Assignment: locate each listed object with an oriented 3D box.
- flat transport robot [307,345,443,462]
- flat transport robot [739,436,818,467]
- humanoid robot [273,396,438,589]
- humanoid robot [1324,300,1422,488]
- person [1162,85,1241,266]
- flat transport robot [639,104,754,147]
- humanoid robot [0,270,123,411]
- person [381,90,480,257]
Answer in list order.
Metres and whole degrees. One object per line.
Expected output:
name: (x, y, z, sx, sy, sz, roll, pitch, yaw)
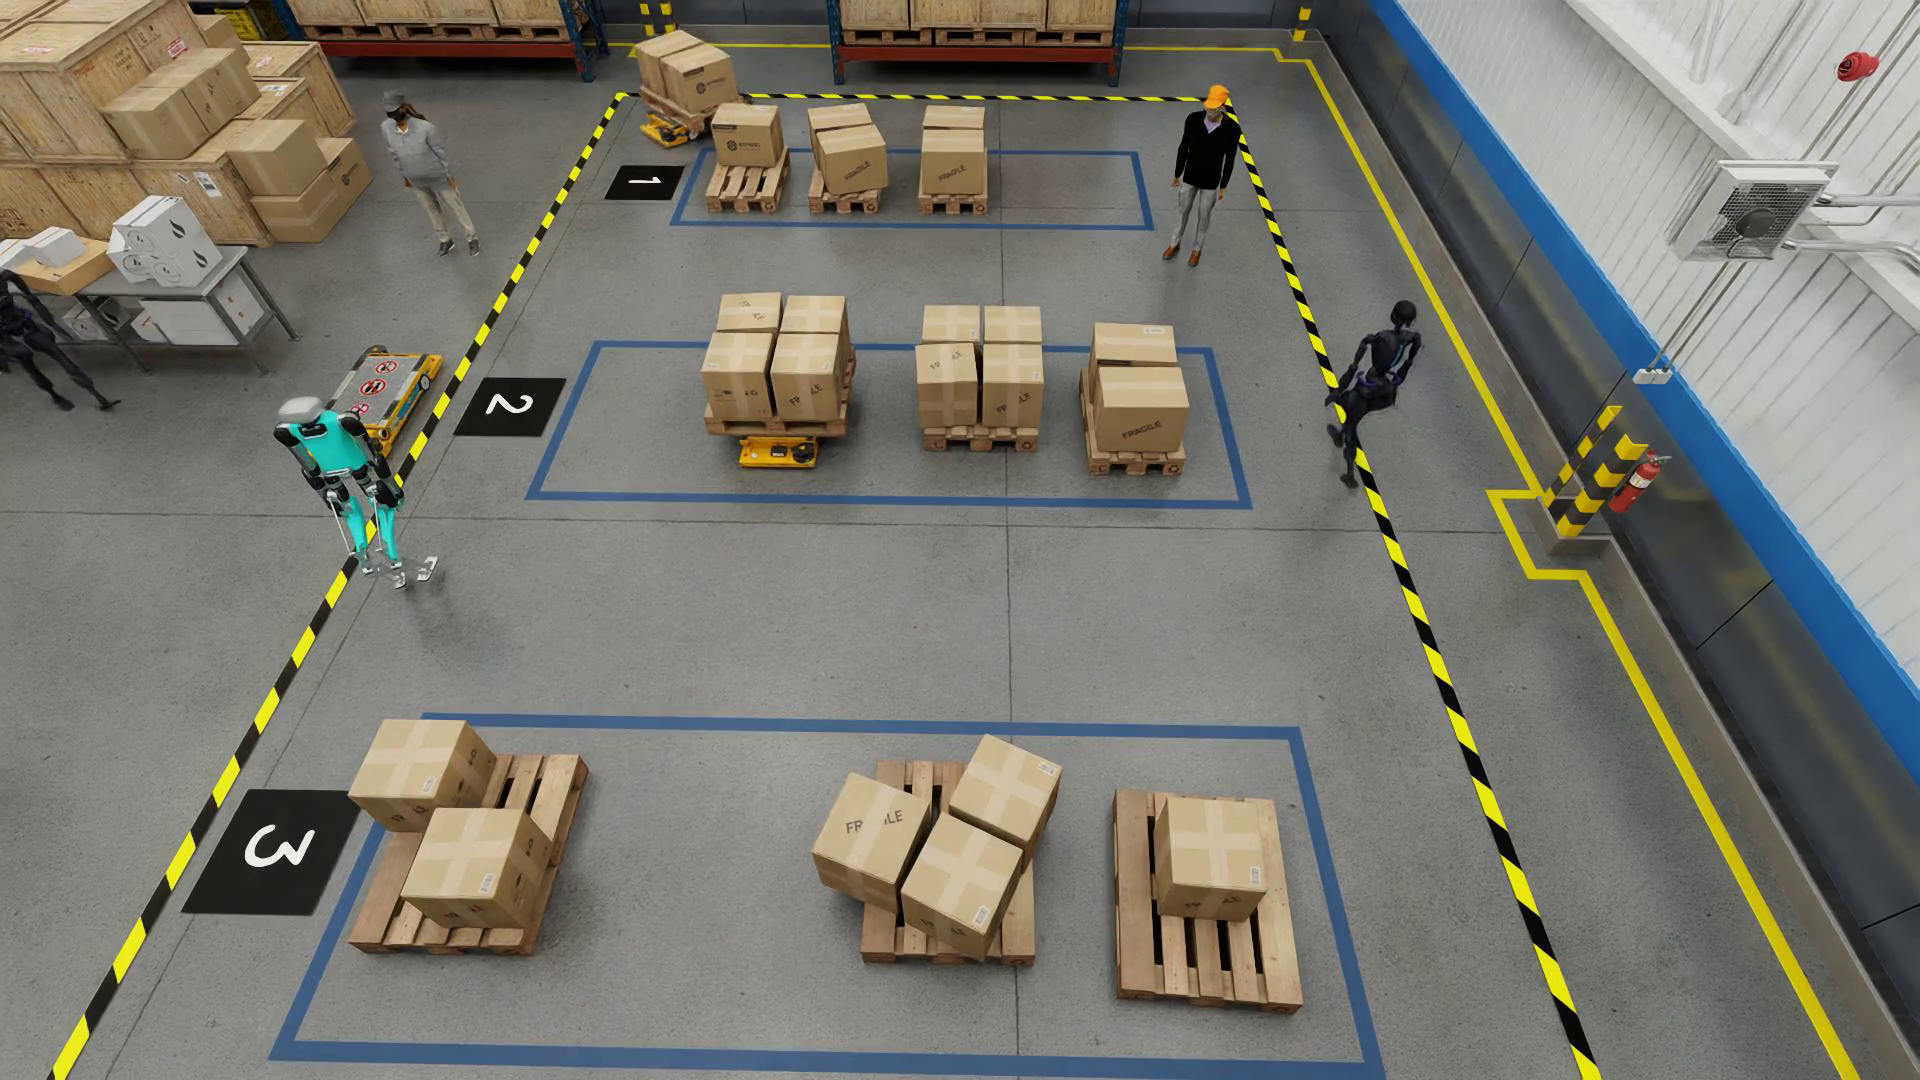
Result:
flat transport robot: (-5.383, -1.269, 8.441, 0.659, 0.231, 1.431, 1, 50, 1)
flat transport robot: (-1.582, -1.235, 8.394, 0.652, 0.197, 1.431, 1, 50, 1)
humanoid robot: (-4.274, -0.201, 6.490, 0.533, 1.672, 0.735, -11, 51, -9)
humanoid robot: (3.351, -1.223, 7.519, 0.603, 1.638, 0.792, -7, 50, -6)
person: (2.487, -3.733, 9.468, 0.589, 1.883, 0.380, 23, 53, 18)
flat transport robot: (-3.460, -5.623, 12.107, 0.652, 0.197, 1.431, 37, 59, 27)
humanoid robot: (-8.123, -1.766, 7.959, 0.777, 1.617, 0.593, 14, 51, 12)
person: (-5.578, -3.831, 9.624, 0.562, 1.770, 0.396, -1, 50, -1)
